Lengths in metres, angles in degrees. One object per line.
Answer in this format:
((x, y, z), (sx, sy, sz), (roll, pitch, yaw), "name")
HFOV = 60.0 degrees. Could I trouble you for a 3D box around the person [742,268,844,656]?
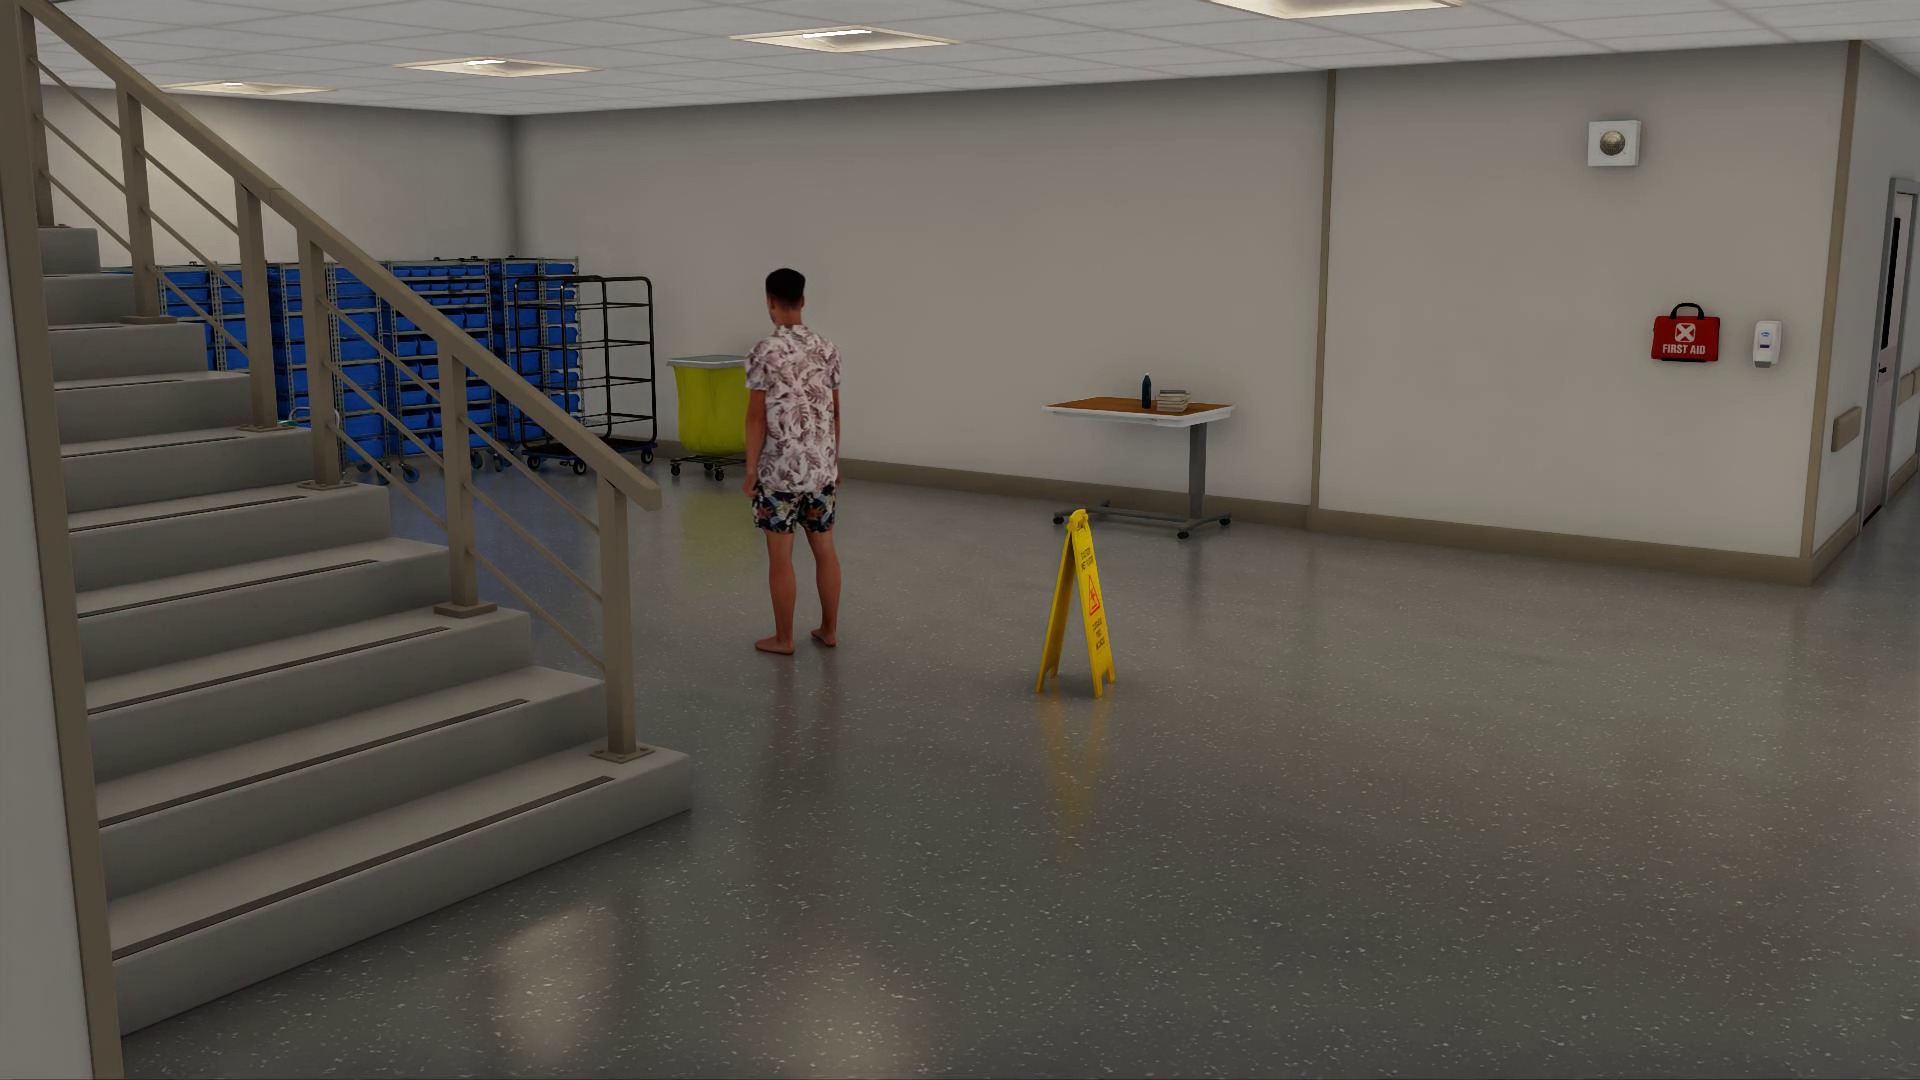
((-0.776, -0.372, 7.892), (0.738, 1.816, 0.695), (-7, 13, -34), "person")
